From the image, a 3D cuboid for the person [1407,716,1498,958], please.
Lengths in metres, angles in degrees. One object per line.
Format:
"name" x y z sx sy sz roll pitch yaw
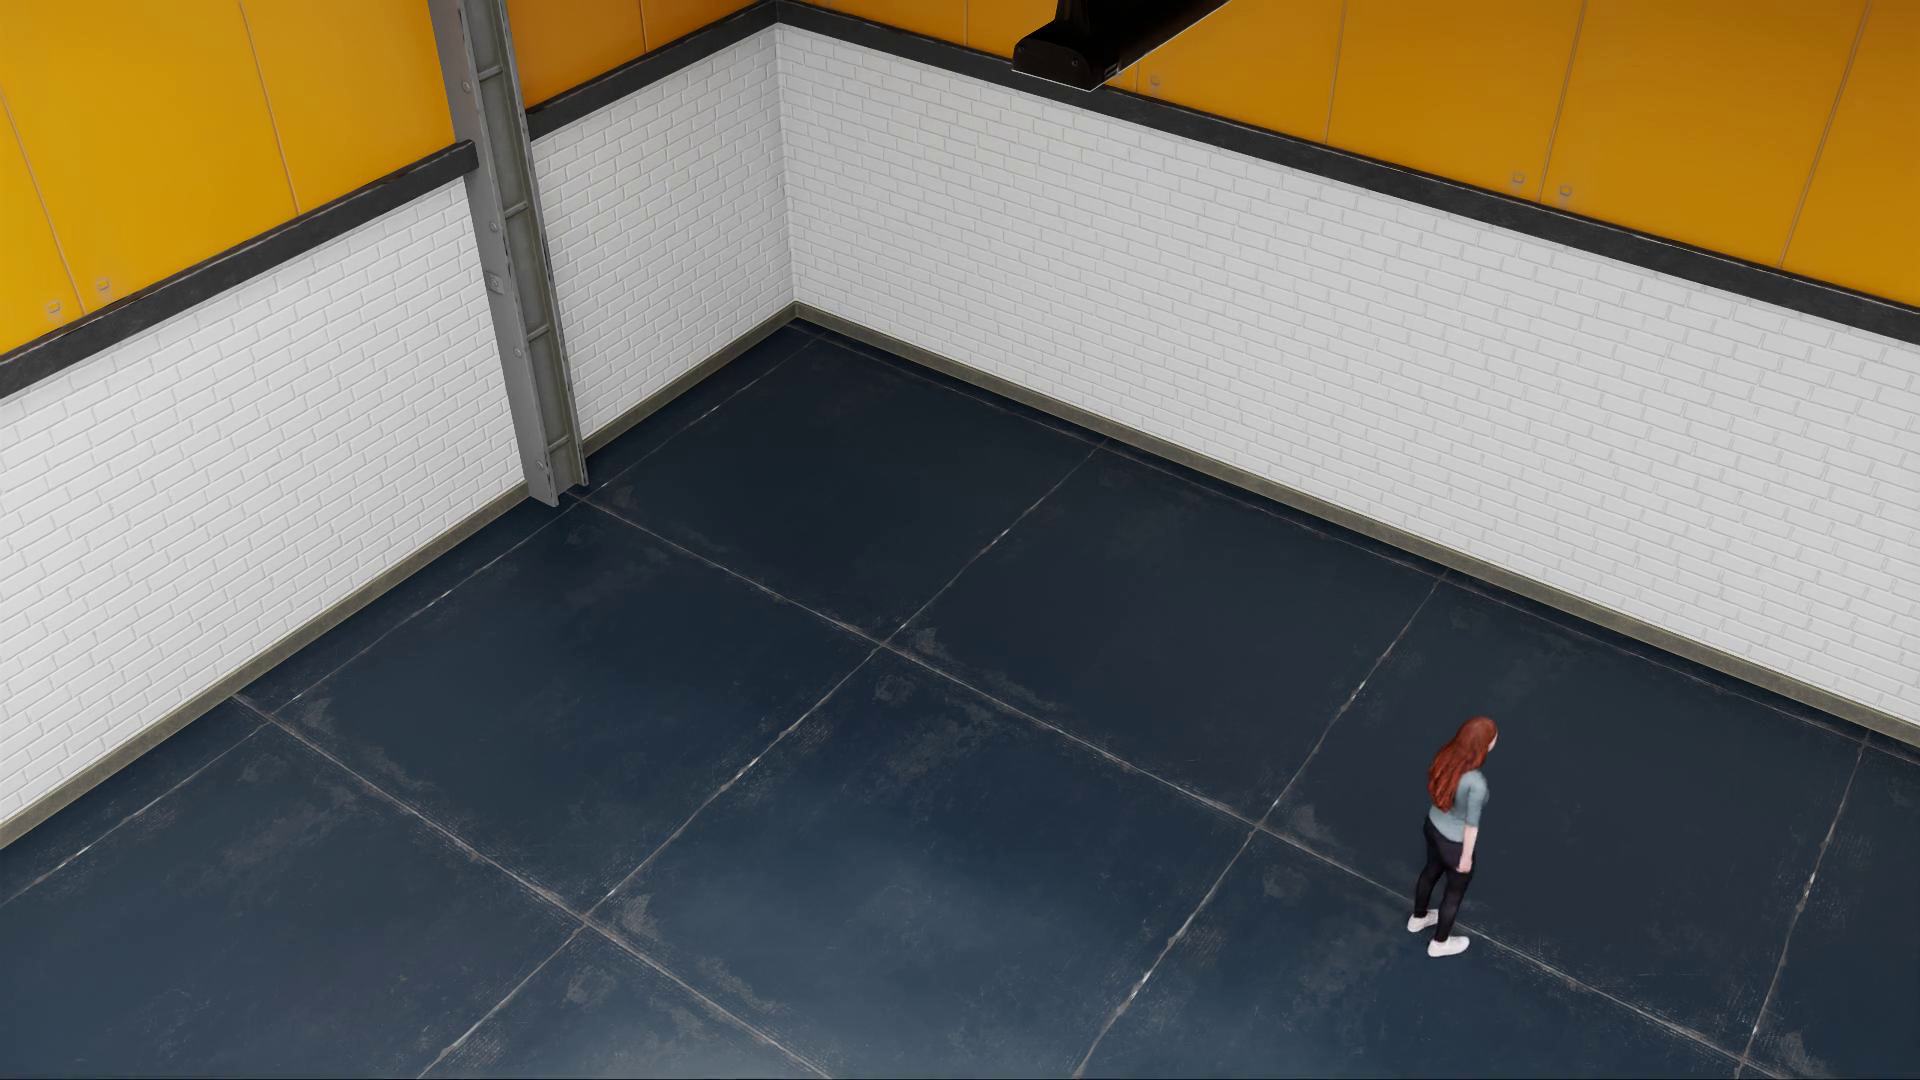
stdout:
"person" 2.731 1.669 9.397 0.795 1.737 0.743 -8 39 -10
